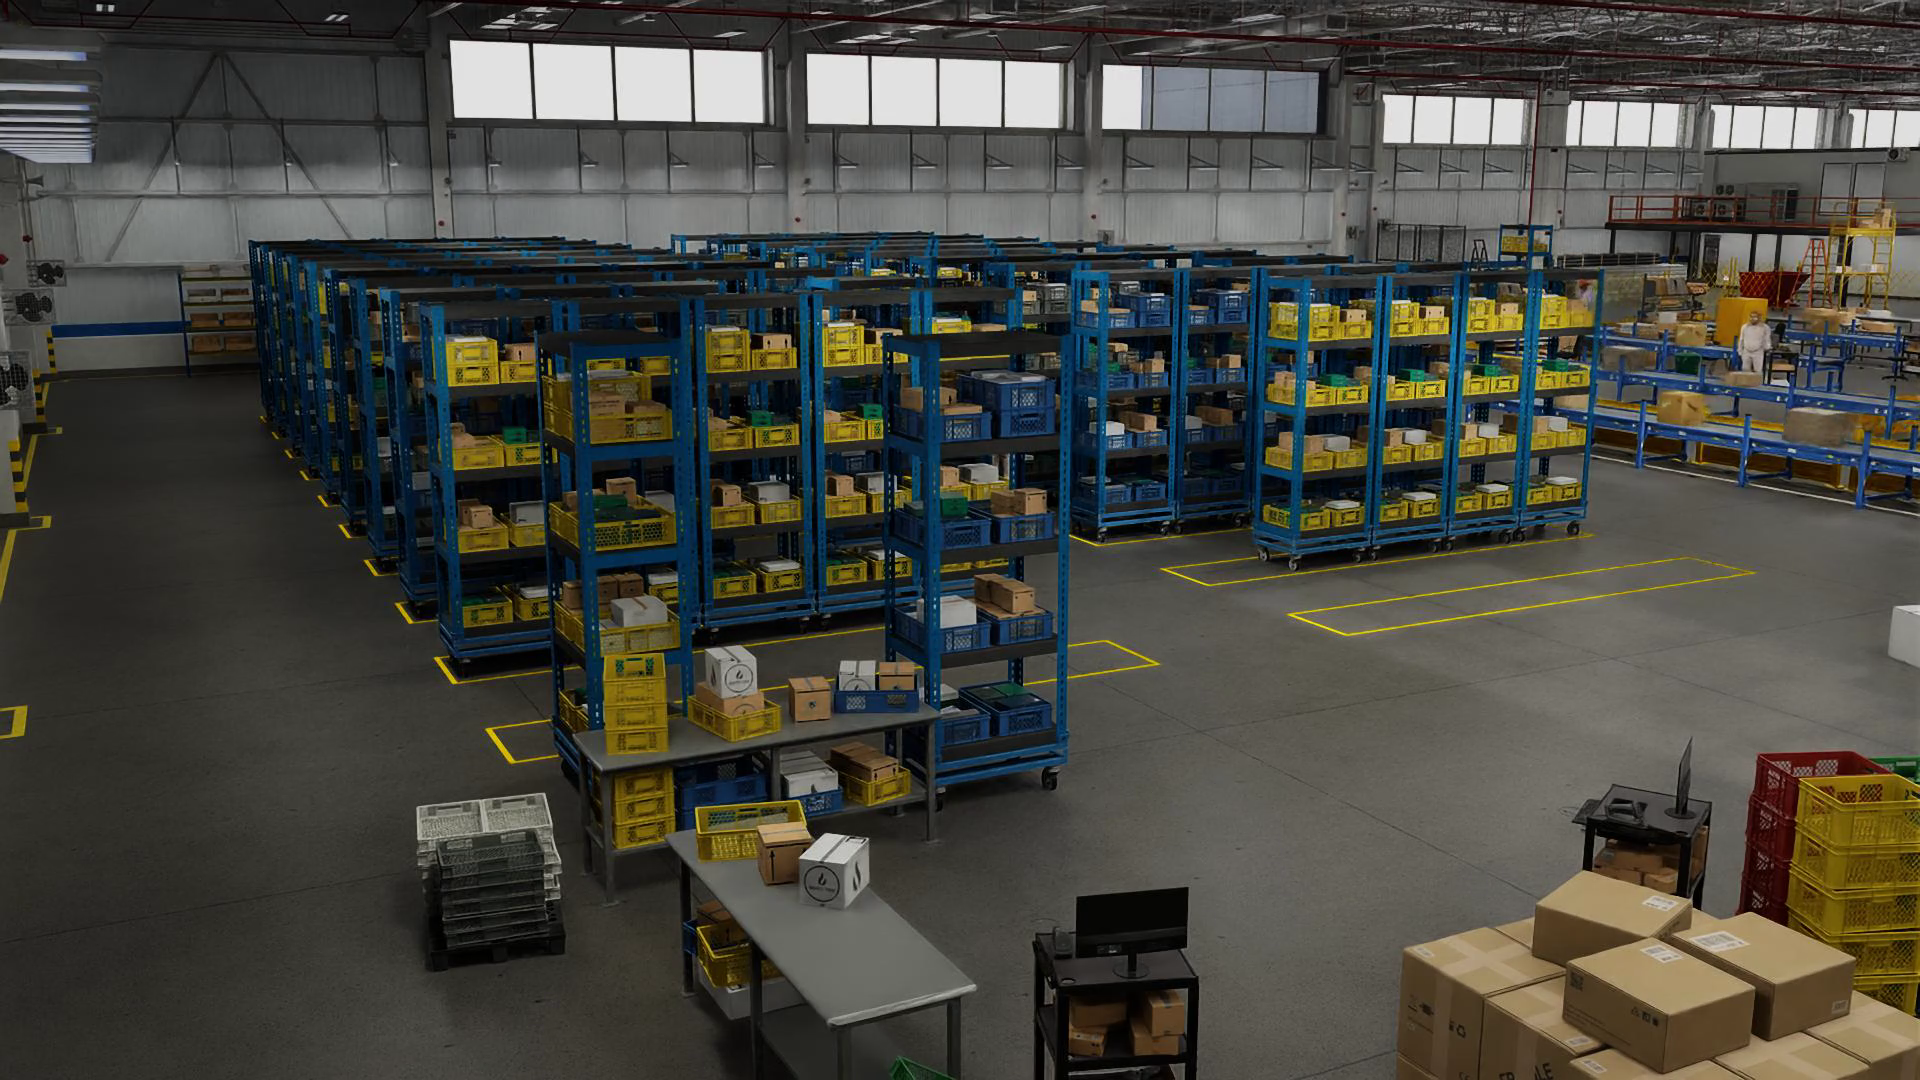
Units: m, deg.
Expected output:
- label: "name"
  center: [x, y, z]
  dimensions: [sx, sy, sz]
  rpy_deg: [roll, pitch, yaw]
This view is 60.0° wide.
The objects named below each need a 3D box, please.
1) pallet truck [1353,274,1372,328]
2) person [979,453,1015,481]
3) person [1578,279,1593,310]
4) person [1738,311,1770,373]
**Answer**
- label: "pallet truck"
  center: [13.011, -8.050, 55.243]
  dimensions: [0.823, 1.965, 1.885]
  rpy_deg: [-7, 14, -28]
- label: "person"
  center: [0.566, -1.281, 23.603]
  dimensions: [0.611, 1.988, 0.391]
  rpy_deg: [0, 12, -1]
- label: "person"
  center: [18.088, -6.632, 48.550]
  dimensions: [0.794, 2.016, 0.647]
  rpy_deg: [-4, 13, -16]
- label: "person"
  center: [17.950, -4.237, 37.661]
  dimensions: [0.662, 1.898, 0.402]
  rpy_deg: [10, 16, 39]
